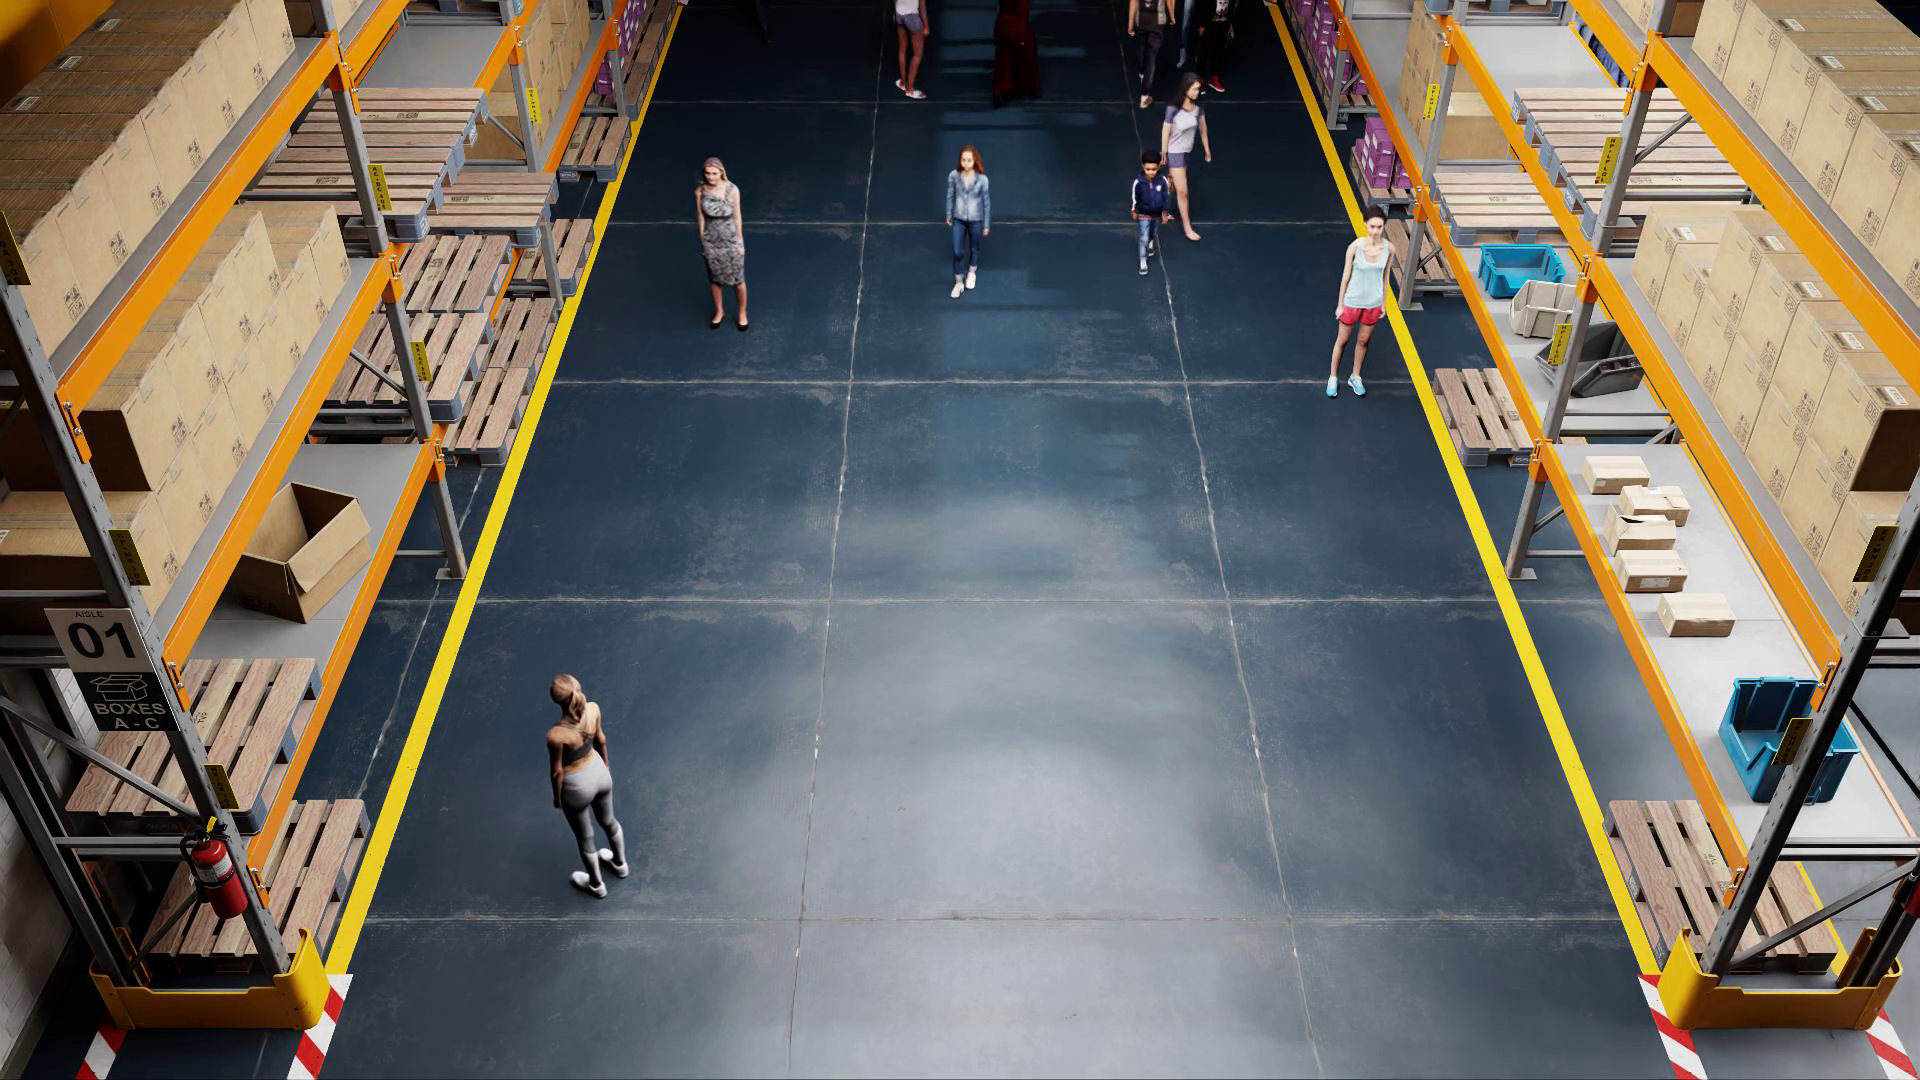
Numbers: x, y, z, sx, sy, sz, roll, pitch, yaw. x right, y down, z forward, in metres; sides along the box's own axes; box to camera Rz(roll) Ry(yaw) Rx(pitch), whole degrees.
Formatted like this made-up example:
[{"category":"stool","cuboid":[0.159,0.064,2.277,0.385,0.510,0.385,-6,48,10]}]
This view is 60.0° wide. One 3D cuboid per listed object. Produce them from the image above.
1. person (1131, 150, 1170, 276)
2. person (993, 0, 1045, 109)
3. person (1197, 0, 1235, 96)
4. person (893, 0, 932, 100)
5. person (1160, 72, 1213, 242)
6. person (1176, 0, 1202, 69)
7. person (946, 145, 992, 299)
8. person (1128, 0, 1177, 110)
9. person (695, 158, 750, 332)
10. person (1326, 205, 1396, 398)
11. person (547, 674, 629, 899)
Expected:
[{"category":"person","cuboid":[1.862,-3.245,16.217,0.510,1.206,0.804,-1,39,-1]},{"category":"person","cuboid":[0.542,-5.722,18.895,0.952,1.734,1.026,28,46,31]},{"category":"person","cuboid":[2.971,-6.038,19.339,0.656,1.674,0.616,-12,40,-14]},{"category":"person","cuboid":[-0.631,-6.036,19.304,0.786,1.715,0.855,21,43,24]},{"category":"person","cuboid":[2.149,-3.915,16.683,0.984,1.671,1.094,-30,47,-32]},{"category":"person","cuboid":[2.905,-6.514,19.996,0.818,1.599,0.908,15,41,18]},{"category":"person","cuboid":[0.097,-3.083,15.805,0.655,1.466,0.765,6,39,8]},{"category":"person","cuboid":[2.165,-5.854,18.981,0.913,1.834,1.280,11,40,14]},{"category":"person","cuboid":[-2.151,-2.709,15.149,0.552,1.700,0.495,2,39,2]},{"category":"person","cuboid":[3.442,-2.031,14.249,0.591,1.765,0.545,-1,39,-1]},{"category":"person","cuboid":[-2.237,1.462,9.924,0.691,1.704,0.608,24,44,27]}]
